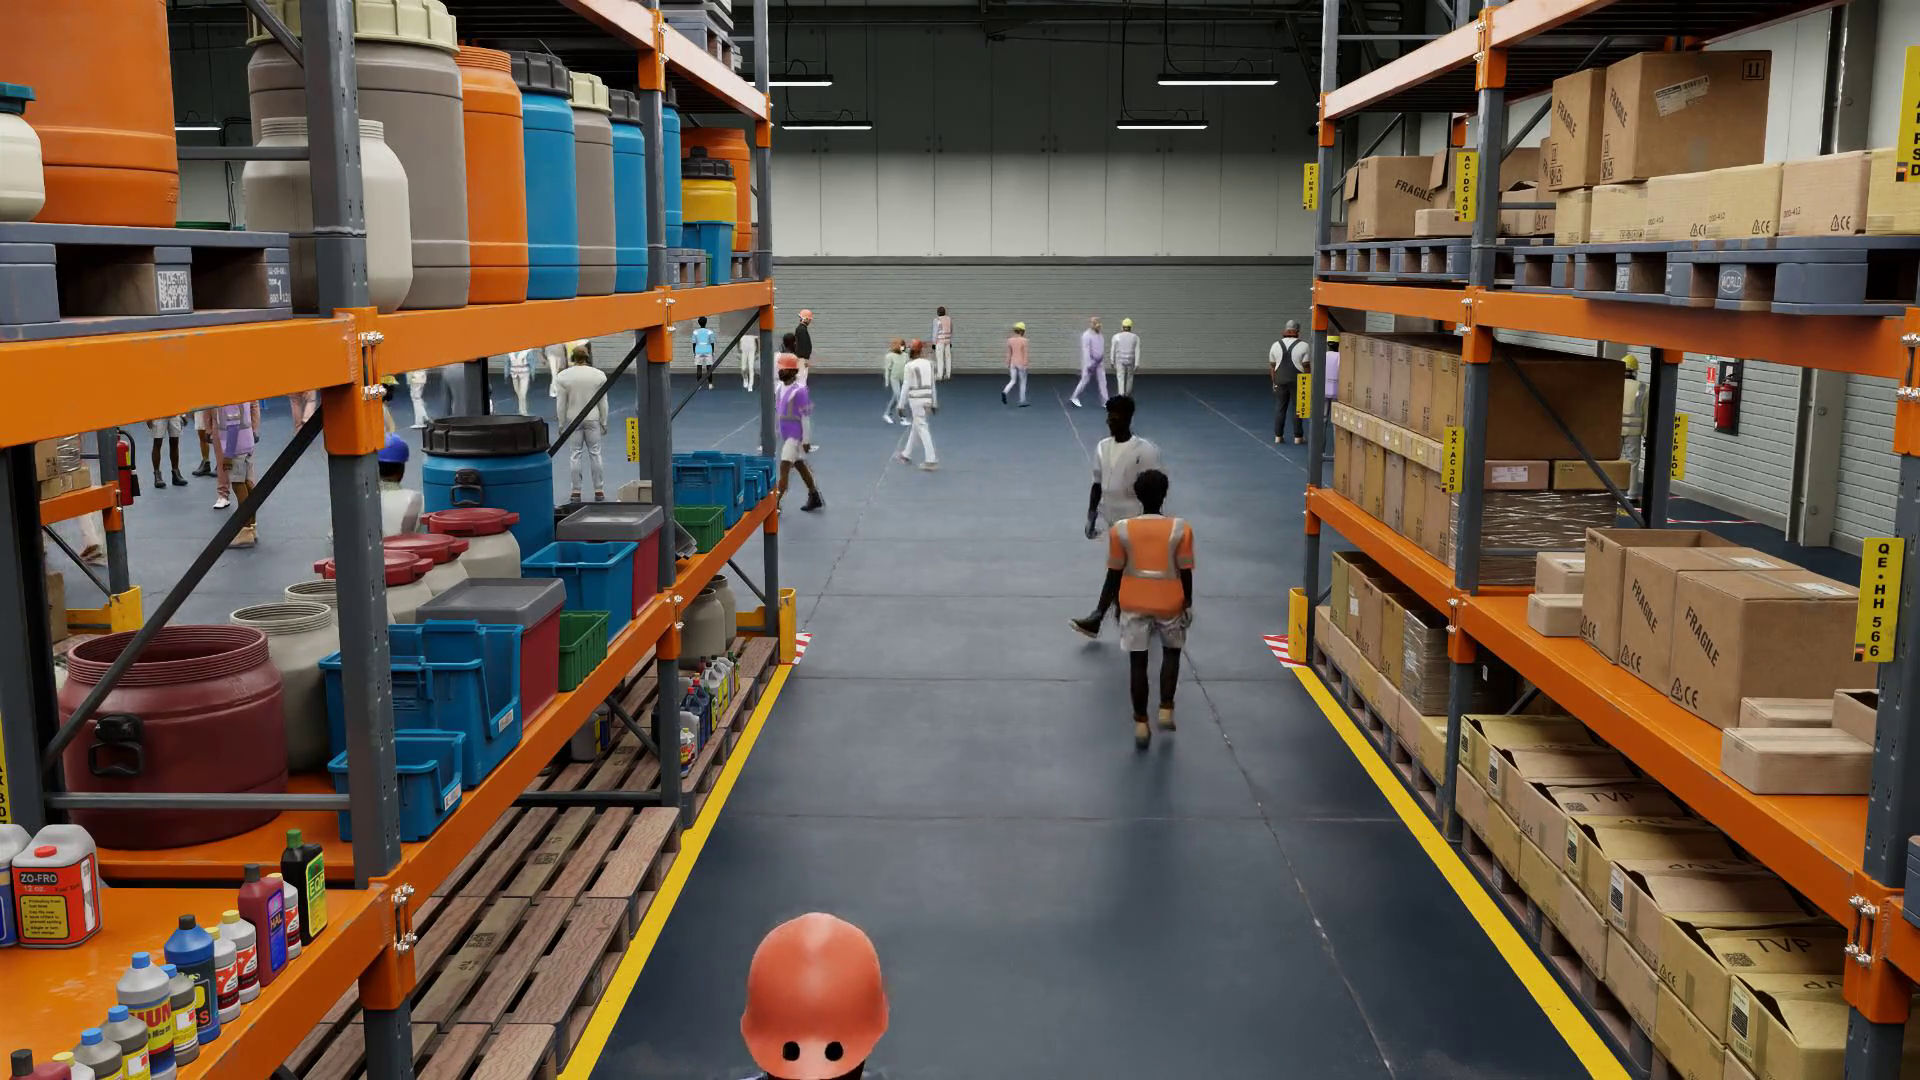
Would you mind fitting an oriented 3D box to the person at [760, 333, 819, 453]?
[{"bbox_3d":[-2.705,-2.280,25.821,0.988,1.877,0.605,-8,12,-39],"label":"person"}]

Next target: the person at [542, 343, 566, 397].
[{"bbox_3d":[-8.832,-4.009,36.324,0.519,1.821,0.978,-6,11,-34],"label":"person"}]

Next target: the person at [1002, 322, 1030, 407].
[{"bbox_3d":[1.156,-3.594,34.071,0.529,1.746,0.657,7,12,37],"label":"person"}]

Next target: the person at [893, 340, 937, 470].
[{"bbox_3d":[-0.670,-1.954,23.956,0.964,1.832,0.603,7,12,36],"label":"person"}]

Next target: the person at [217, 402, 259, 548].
[{"bbox_3d":[-7.583,-0.949,17.352,0.392,2.033,0.605,-2,10,-10],"label":"person"}]

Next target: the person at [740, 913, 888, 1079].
[{"bbox_3d":[-0.239,1.544,2.734,0.556,1.918,0.637,0,9,-1],"label":"person"}]

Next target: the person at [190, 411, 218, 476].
[{"bbox_3d":[-10.457,-1.850,23.034,0.551,1.935,0.370,3,10,17],"label":"person"}]

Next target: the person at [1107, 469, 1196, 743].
[{"bbox_3d":[1.187,0.397,10.298,0.547,1.678,0.552,2,10,11],"label":"person"}]

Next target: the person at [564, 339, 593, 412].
[{"bbox_3d":[-7.202,-3.204,31.483,0.639,1.822,0.487,5,11,28],"label":"person"}]

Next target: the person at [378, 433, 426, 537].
[{"bbox_3d":[-3.442,0.319,10.081,0.611,1.930,0.587,0,9,2],"label":"person"}]

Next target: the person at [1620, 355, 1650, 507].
[{"bbox_3d":[8.070,-1.323,20.201,0.600,1.827,0.403,5,11,26],"label":"person"}]

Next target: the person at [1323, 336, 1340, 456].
[{"bbox_3d":[5.623,-2.197,25.146,0.584,1.927,0.367,6,11,30],"label":"person"}]

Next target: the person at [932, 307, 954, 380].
[{"bbox_3d":[-0.460,-4.993,42.165,0.624,1.838,0.430,-8,12,-39],"label":"person"}]

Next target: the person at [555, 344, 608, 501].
[{"bbox_3d":[-4.694,-1.457,20.678,0.629,1.939,0.371,-3,10,-18],"label":"person"}]

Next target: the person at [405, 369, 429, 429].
[{"bbox_3d":[-9.701,-2.799,29.627,0.372,1.626,0.541,2,10,13],"label":"person"}]

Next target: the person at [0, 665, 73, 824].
[{"bbox_3d":[-3.283,1.055,5.591,0.653,1.941,1.025,1,9,4],"label":"person"}]

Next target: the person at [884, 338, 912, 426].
[{"bbox_3d":[-1.146,-2.897,30.351,0.509,1.590,0.875,-7,12,-38],"label":"person"}]

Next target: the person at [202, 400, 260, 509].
[{"bbox_3d":[-8.782,-1.335,20.043,0.651,1.907,0.409,-2,10,-11],"label":"person"}]

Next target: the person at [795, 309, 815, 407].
[{"bbox_3d":[-3.210,-3.750,34.272,0.398,1.985,0.609,-3,10,-15],"label":"person"}]

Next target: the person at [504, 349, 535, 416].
[{"bbox_3d":[-8.258,-3.022,31.011,0.548,1.603,0.774,2,10,12],"label":"person"}]

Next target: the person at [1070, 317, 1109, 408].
[{"bbox_3d":[2.701,-3.628,33.937,0.996,1.864,0.641,9,13,43],"label":"person"}]

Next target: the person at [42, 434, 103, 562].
[{"bbox_3d":[-8.902,-0.743,16.396,1.031,1.949,0.638,4,10,24],"label":"person"}]

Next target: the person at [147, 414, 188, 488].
[{"bbox_3d":[-10.498,-1.677,22.009,0.376,1.934,0.547,8,12,40],"label":"person"}]

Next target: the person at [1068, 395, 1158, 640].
[{"bbox_3d":[1.241,-0.190,13.149,1.023,1.909,0.627,-7,12,-36],"label":"person"}]

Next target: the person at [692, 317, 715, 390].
[{"bbox_3d":[-5.965,-4.346,38.710,0.535,1.697,0.318,-1,10,-8],"label":"person"}]

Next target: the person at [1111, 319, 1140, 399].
[{"bbox_3d":[3.457,-3.732,34.770,0.586,1.787,0.934,0,9,3],"label":"person"}]

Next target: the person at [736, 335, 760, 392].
[{"bbox_3d":[-4.869,-4.338,38.207,0.542,1.848,0.542,-1,10,-6],"label":"person"}]

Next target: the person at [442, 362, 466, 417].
[{"bbox_3d":[-6.471,-1.615,21.688,0.633,1.921,0.690,4,10,21],"label":"person"}]

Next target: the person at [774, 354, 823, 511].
[{"bbox_3d":[-1.997,-1.237,19.527,1.011,1.894,0.543,-7,12,-36],"label":"person"}]

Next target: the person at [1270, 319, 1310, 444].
[{"bbox_3d":[5.460,-2.600,27.348,0.677,2.000,0.536,6,11,31],"label":"person"}]

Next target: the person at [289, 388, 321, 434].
[{"bbox_3d":[-11.174,-2.681,28.130,0.670,1.892,0.549,-2,10,-12],"label":"person"}]

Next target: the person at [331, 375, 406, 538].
[{"bbox_3d":[-6.049,-0.848,17.206,0.964,1.888,0.585,-2,10,-9],"label":"person"}]

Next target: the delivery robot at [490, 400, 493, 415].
[{"bbox_3d":[-8.809,-2.466,30.702,0.477,0.478,0.707,-3,10,-15],"label":"delivery robot"}]
